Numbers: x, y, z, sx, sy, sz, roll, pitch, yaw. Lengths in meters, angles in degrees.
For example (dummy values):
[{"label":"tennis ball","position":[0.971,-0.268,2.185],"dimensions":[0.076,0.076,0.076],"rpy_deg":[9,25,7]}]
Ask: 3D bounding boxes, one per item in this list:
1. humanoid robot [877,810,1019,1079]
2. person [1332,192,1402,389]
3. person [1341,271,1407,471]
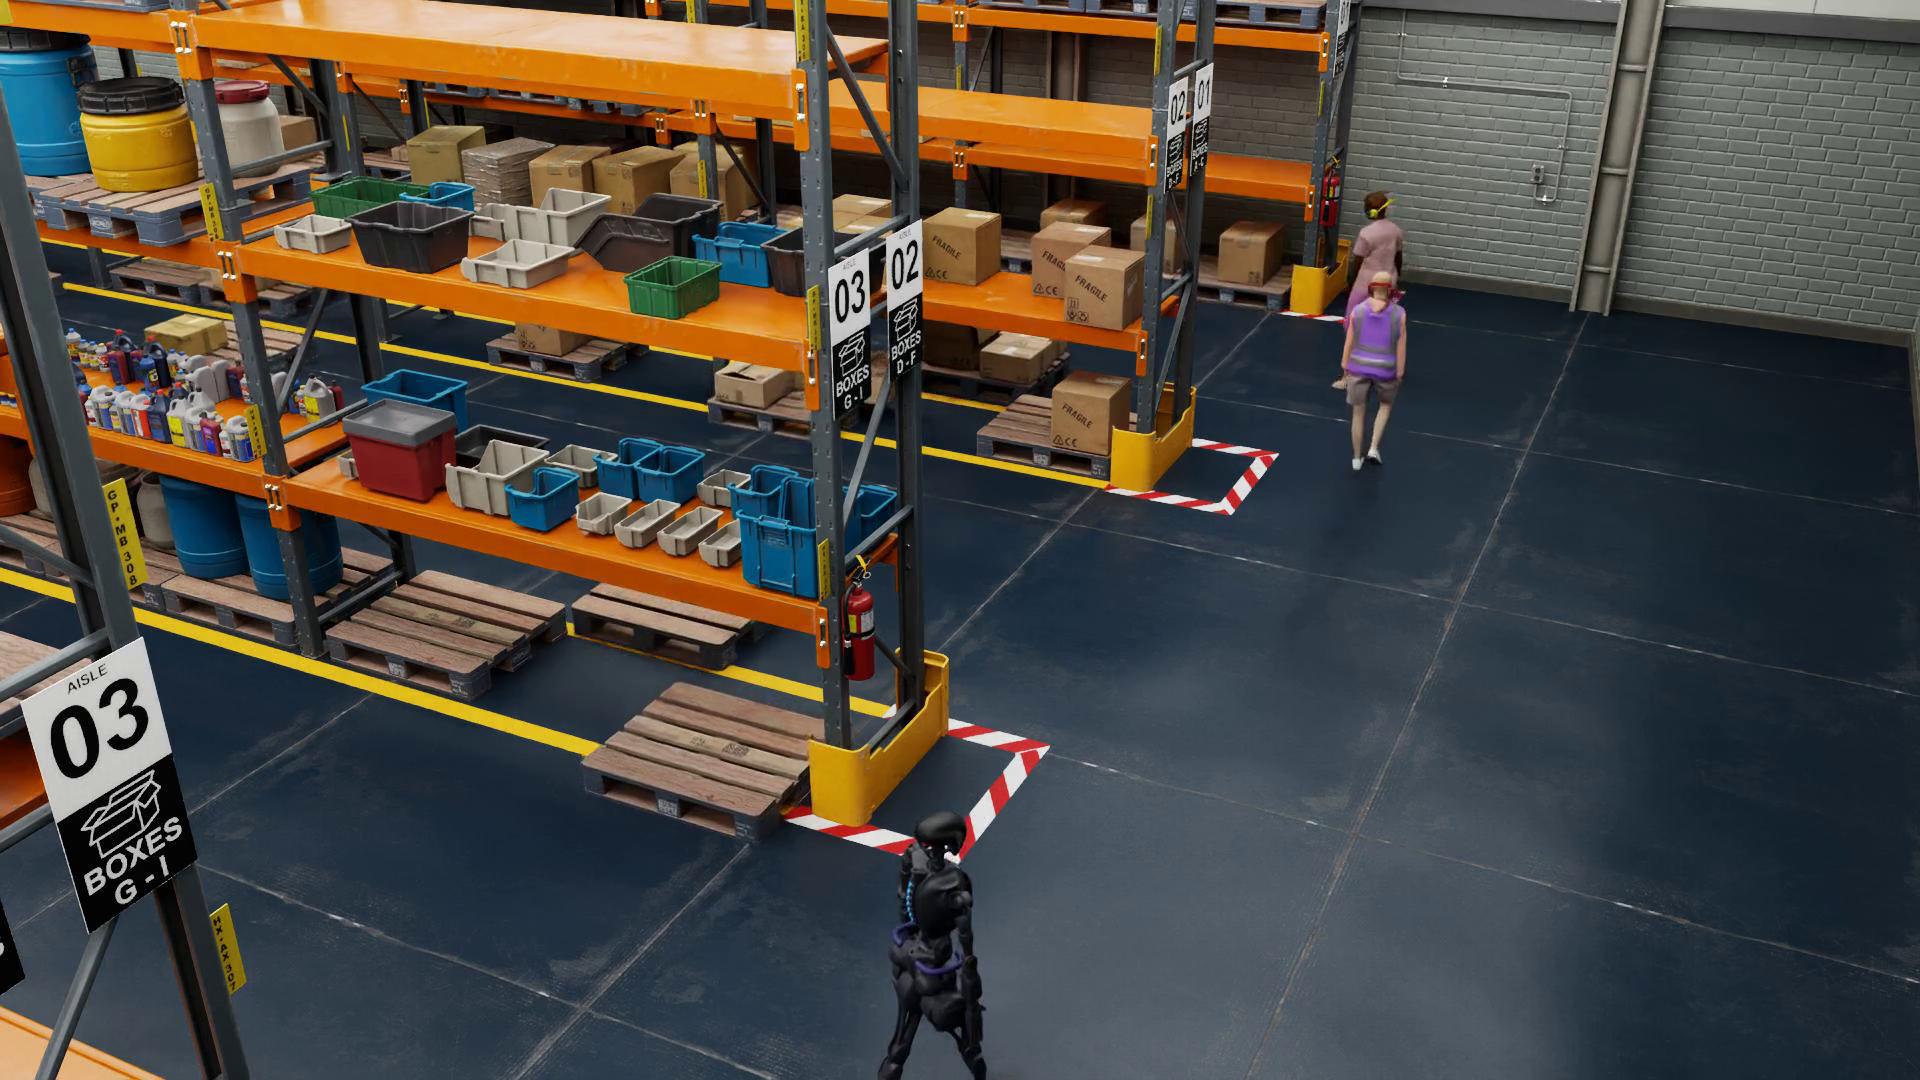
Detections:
[{"label":"humanoid robot","position":[-0.116,1.824,7.079],"dimensions":[0.782,1.630,0.601],"rpy_deg":[-16,31,-29]},{"label":"person","position":[3.775,-2.289,15.243],"dimensions":[0.855,1.777,0.386],"rpy_deg":[-15,30,-27]},{"label":"person","position":[3.330,-1.355,13.443],"dimensions":[0.511,1.680,0.398],"rpy_deg":[9,28,17]}]
